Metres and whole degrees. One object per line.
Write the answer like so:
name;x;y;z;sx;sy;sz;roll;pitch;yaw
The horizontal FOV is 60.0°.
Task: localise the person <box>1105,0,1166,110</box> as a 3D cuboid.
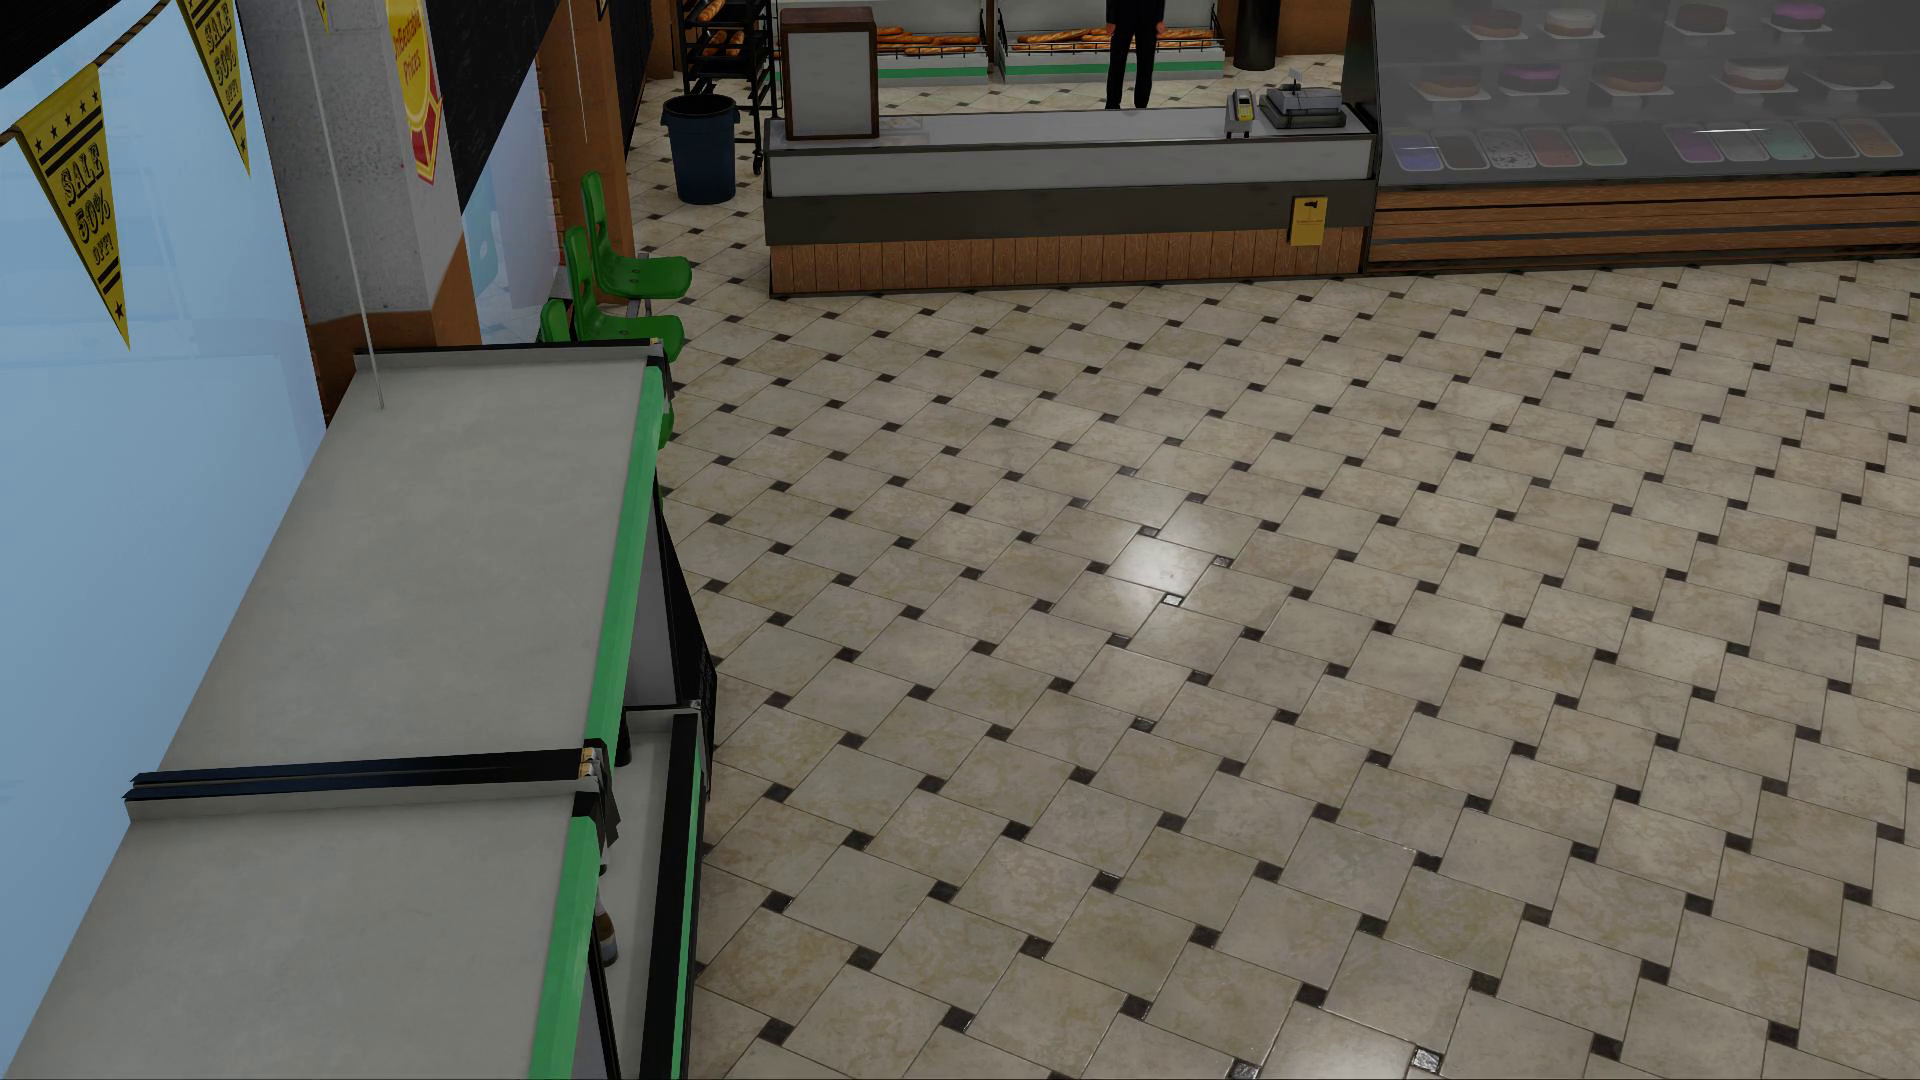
person;1.428;-4.236;13.463;0.629;1.866;0.549;-3;32;-4
